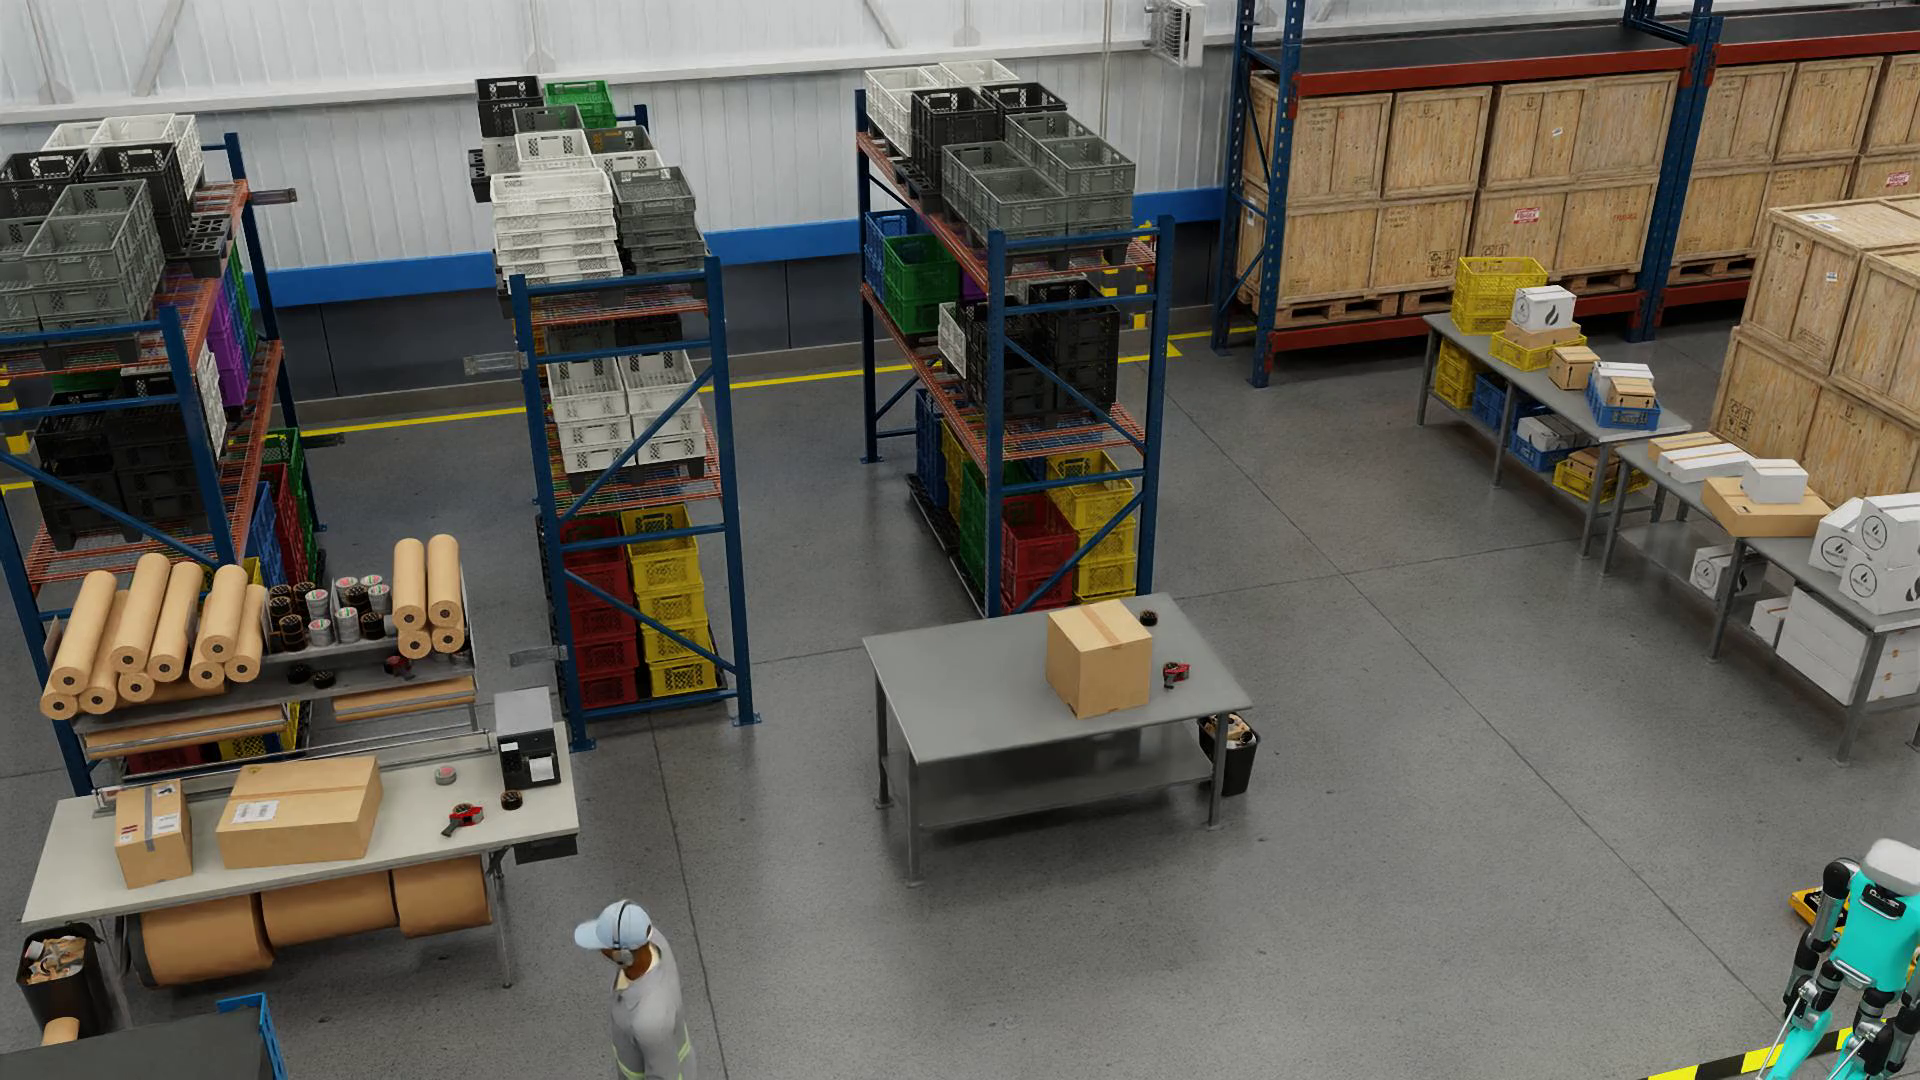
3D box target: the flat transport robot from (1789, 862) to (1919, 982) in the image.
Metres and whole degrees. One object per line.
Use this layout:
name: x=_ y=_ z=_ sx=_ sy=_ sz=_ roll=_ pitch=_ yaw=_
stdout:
flat transport robot: x=5.163 y=1.916 z=8.676 sx=1.431 sy=0.231 sz=0.659 roll=-8 pitch=30 yaw=-14

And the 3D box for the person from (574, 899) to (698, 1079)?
person: x=-1.242 y=2.154 z=6.601 sx=0.396 sy=1.849 sz=0.587 roll=-7 pitch=30 yaw=-13

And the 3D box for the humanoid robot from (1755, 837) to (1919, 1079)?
humanoid robot: x=3.519 y=2.029 z=6.802 sx=0.735 sy=1.681 sz=0.533 roll=-18 pitch=34 yaw=-29
